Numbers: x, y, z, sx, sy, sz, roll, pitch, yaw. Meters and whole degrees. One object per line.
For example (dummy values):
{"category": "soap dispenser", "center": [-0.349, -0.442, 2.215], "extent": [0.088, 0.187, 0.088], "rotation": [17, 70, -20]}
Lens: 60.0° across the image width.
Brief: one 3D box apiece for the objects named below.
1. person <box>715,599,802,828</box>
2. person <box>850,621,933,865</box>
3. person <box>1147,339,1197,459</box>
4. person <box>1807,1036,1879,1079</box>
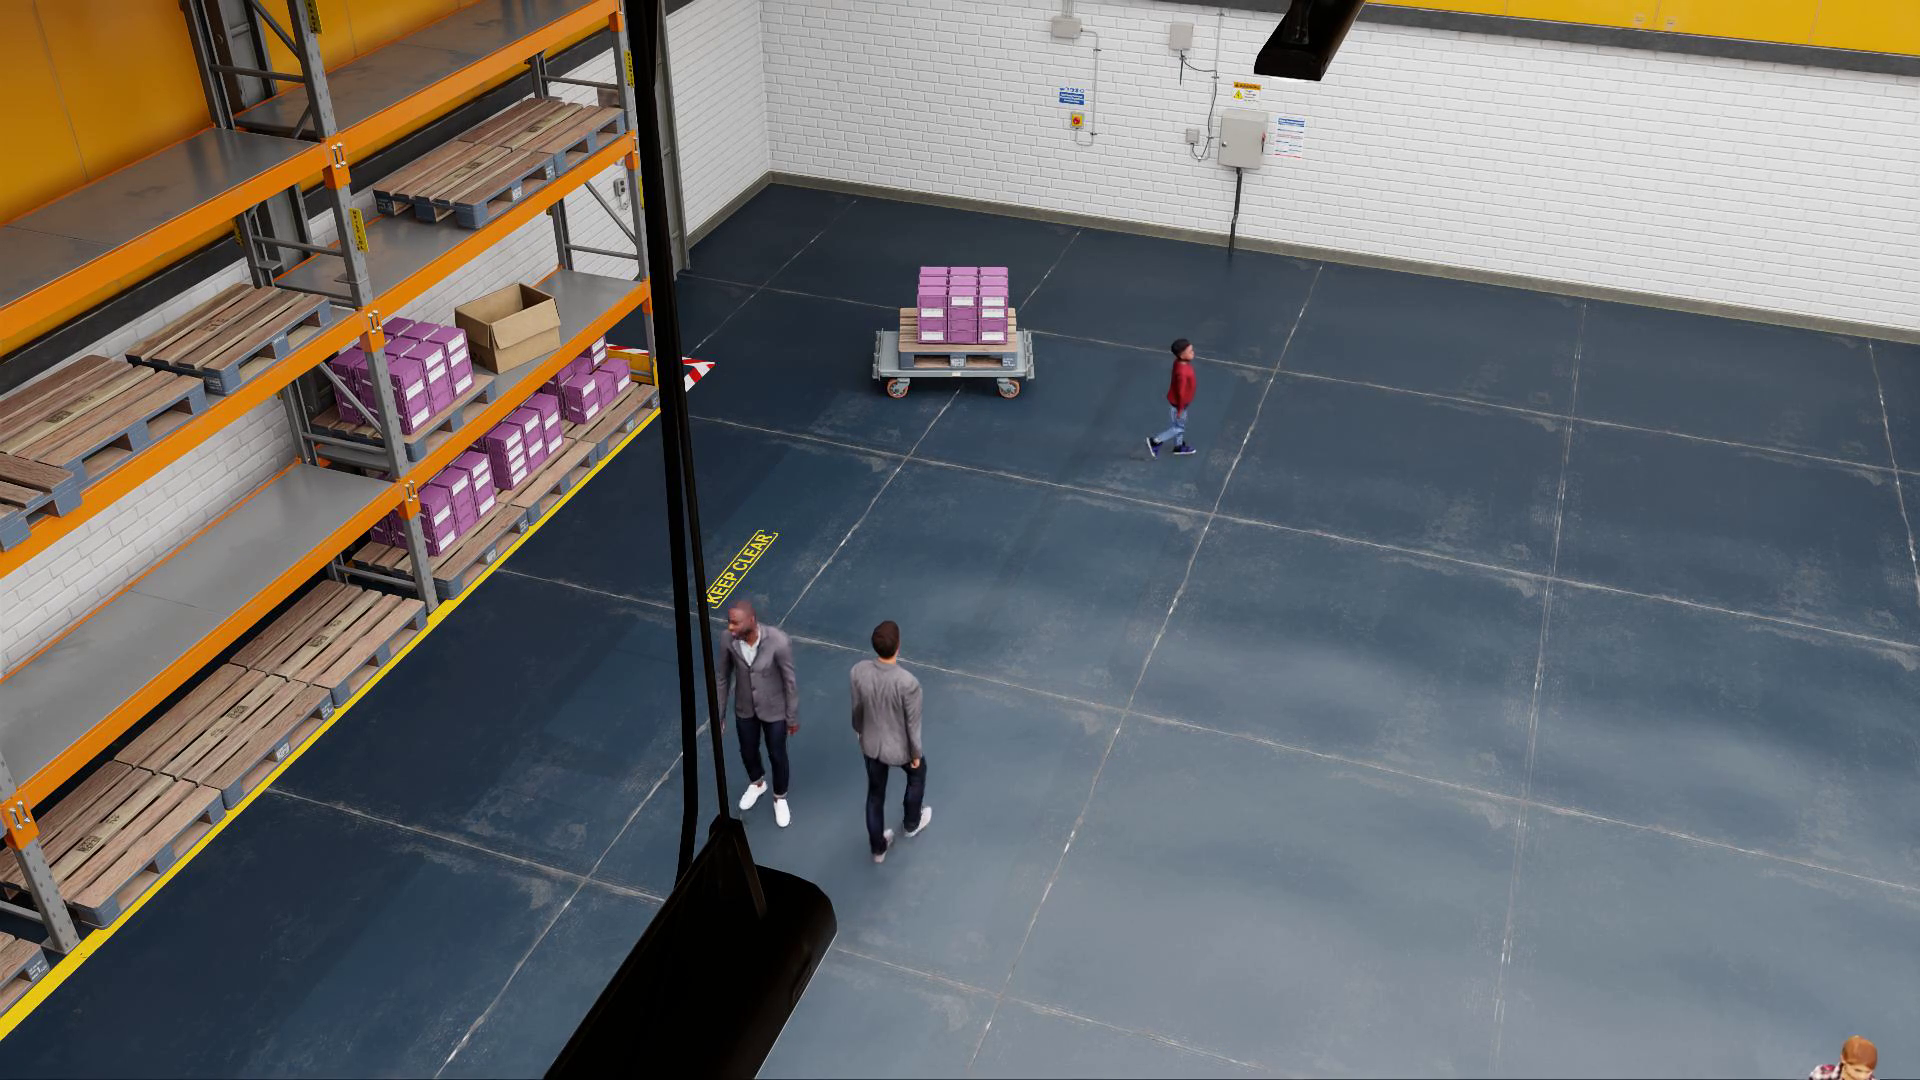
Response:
{"category": "person", "center": [-1.357, 1.163, 11.482], "extent": [0.785, 1.807, 0.655], "rotation": [2, 34, 2]}
{"category": "person", "center": [-0.495, 1.411, 11.071], "extent": [0.713, 1.849, 0.813], "rotation": [12, 35, 17]}
{"category": "person", "center": [2.019, -1.329, 15.738], "extent": [0.694, 1.245, 0.718], "rotation": [0, 34, 0]}
{"category": "person", "center": [4.683, 3.109, 9.012], "extent": [0.584, 1.299, 0.575], "rotation": [5, 34, 7]}
